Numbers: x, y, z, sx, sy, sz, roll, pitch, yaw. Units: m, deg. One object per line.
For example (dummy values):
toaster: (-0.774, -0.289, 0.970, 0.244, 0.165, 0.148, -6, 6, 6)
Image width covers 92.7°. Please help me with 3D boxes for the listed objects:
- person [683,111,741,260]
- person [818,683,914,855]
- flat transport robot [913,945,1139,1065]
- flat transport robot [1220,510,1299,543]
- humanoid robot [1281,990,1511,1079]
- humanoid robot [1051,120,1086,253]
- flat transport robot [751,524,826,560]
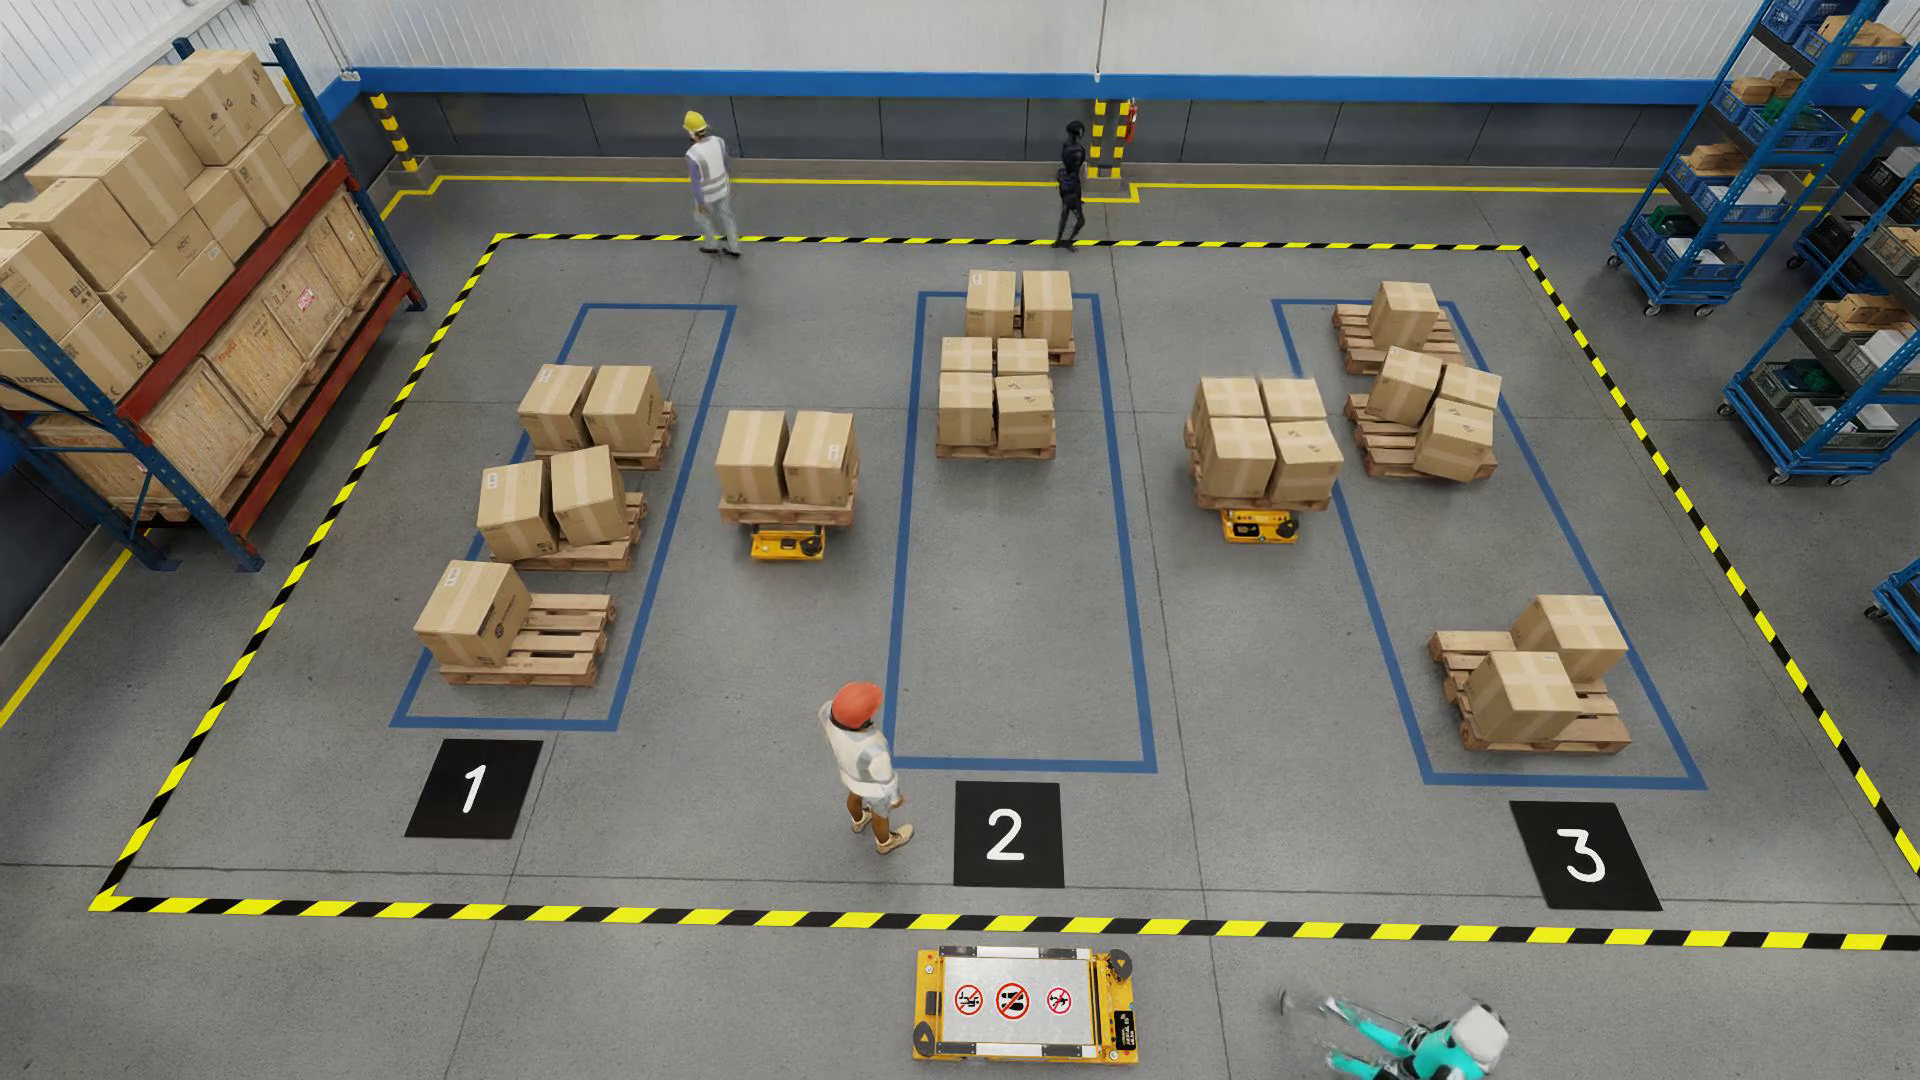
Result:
person: (-3.024, -4.197, 10.908, 0.660, 1.810, 0.626, 27, 56, 20)
person: (-0.611, 1.528, 6.094, 0.607, 2.048, 0.365, 36, 59, 25)
flat transport robot: (0.422, 3.041, 6.007, 1.431, 0.231, 0.659, 1, 51, 1)
flat transport robot: (2.826, -0.584, 8.944, 0.652, 0.197, 1.431, 1, 51, 1)
humanoid robot: (2.320, 2.780, 5.284, 0.553, 1.761, 0.974, -35, 59, -25)
humanoid robot: (1.342, -4.257, 11.047, 0.365, 1.654, 0.601, -8, 51, -6)
flat transport robot: (-1.579, -0.427, 8.816, 0.652, 0.197, 1.431, 1, 51, 1)
